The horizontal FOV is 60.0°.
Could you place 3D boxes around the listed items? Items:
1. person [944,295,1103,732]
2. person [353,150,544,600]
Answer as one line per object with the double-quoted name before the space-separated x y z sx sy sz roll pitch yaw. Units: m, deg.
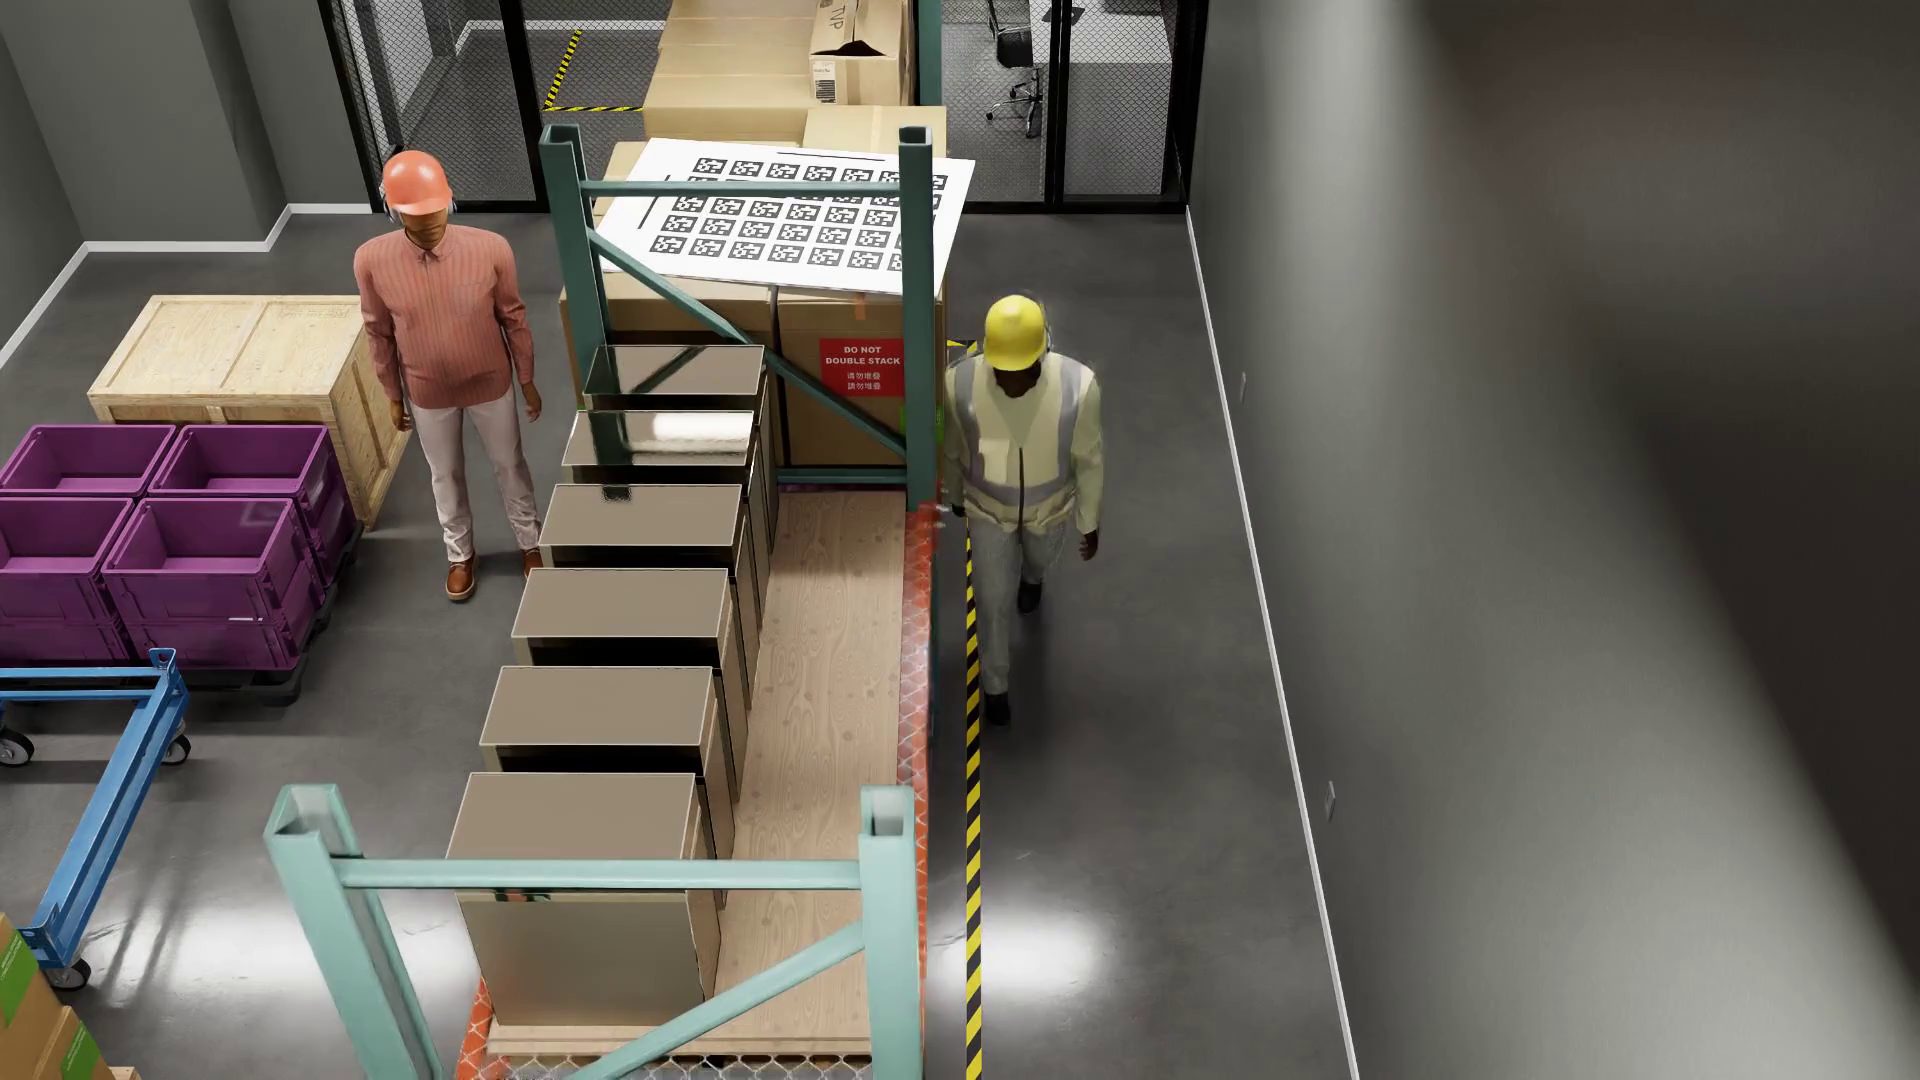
"person" 0.222 -0.215 6.245 0.587 1.797 0.869 -1 41 -1
"person" -1.970 -0.620 6.552 0.610 1.997 0.373 -9 42 -10
